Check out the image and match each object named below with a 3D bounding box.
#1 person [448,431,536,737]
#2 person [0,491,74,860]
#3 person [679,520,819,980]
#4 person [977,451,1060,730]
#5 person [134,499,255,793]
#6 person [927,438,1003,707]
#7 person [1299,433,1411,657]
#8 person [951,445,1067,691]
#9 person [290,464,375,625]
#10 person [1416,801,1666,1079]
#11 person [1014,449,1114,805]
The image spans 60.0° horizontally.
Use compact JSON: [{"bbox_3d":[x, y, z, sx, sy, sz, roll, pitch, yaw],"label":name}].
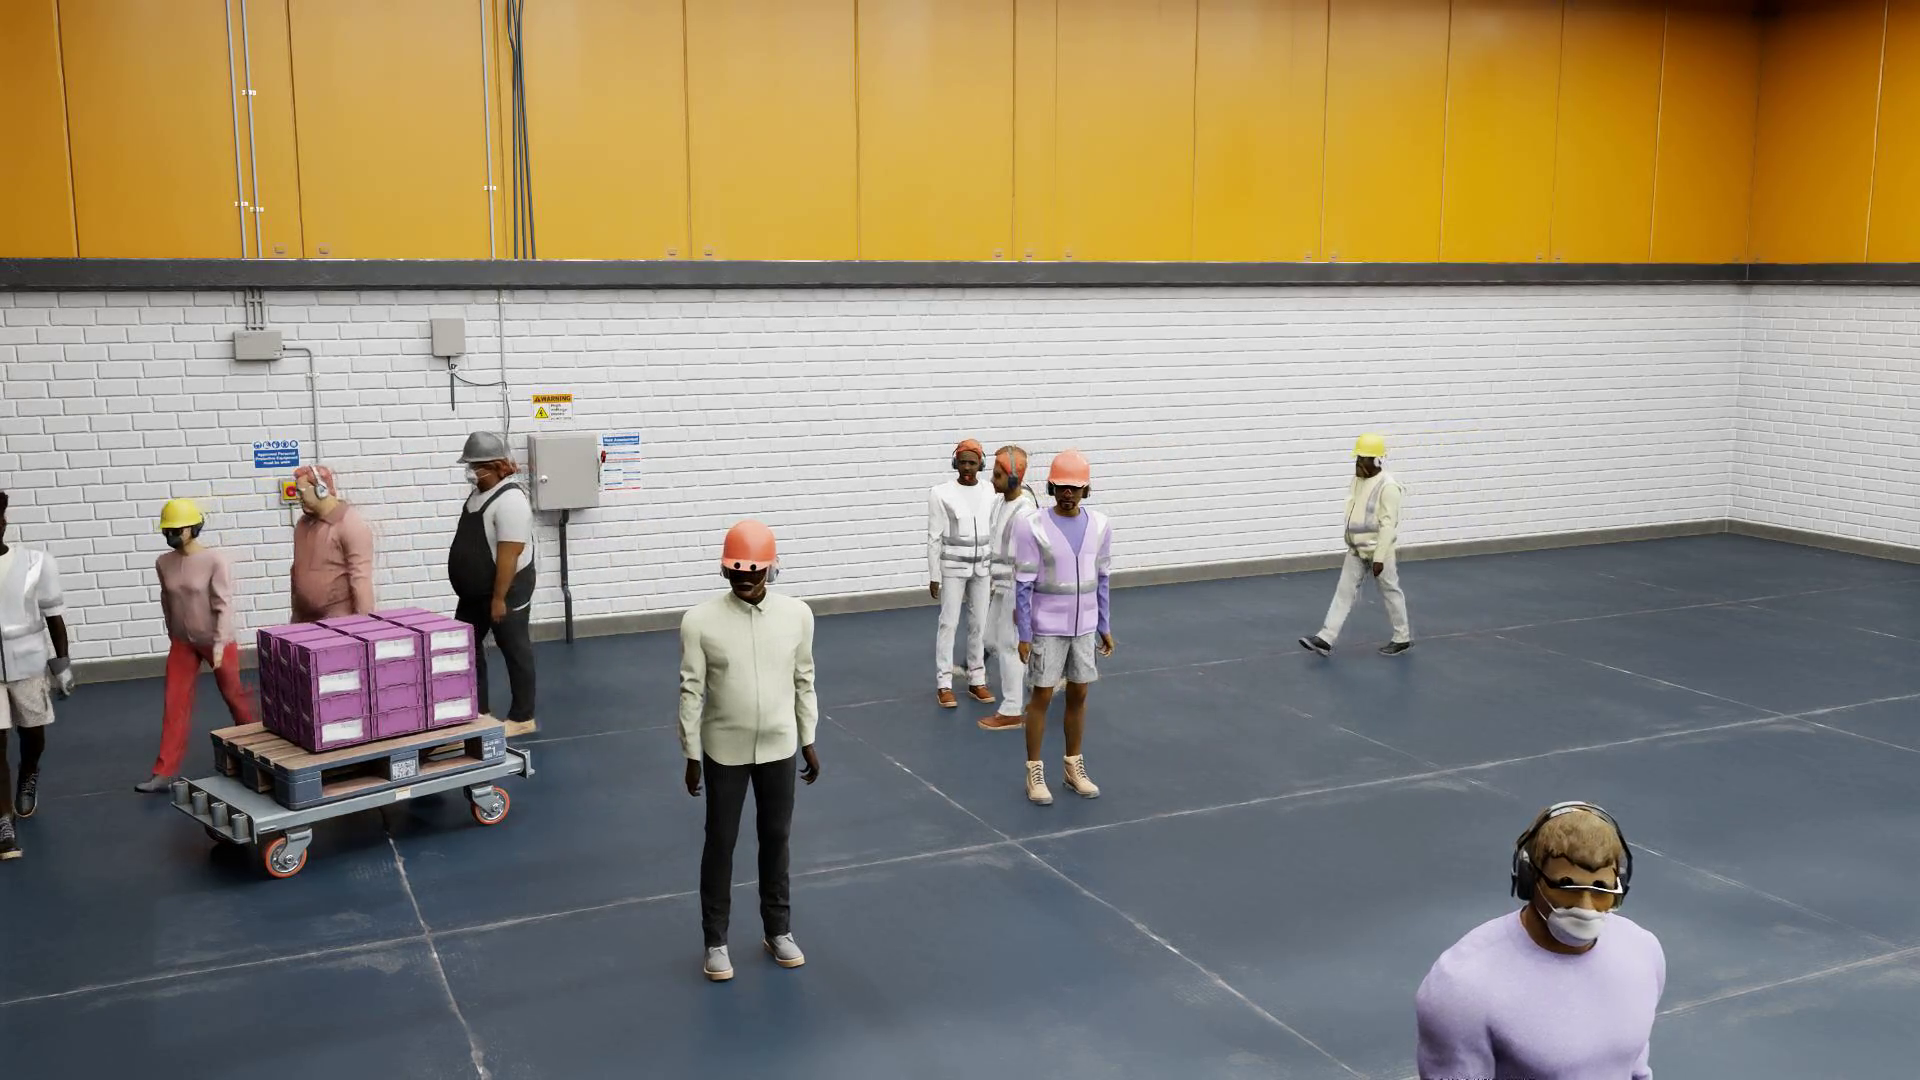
[{"bbox_3d":[-3.095,0.296,10.730,0.703,2.000,0.712,-7,11,-36],"label":"person"},{"bbox_3d":[-5.092,0.650,8.865,0.606,1.940,0.895,-5,11,-30],"label":"person"},{"bbox_3d":[-0.897,0.894,7.174,0.618,1.989,0.392,-4,10,-24],"label":"person"},{"bbox_3d":[0.379,0.339,10.988,0.492,1.870,0.606,-2,9,-11],"label":"person"},{"bbox_3d":[-4.489,0.607,9.800,0.533,1.717,0.898,2,9,11],"label":"person"},{"bbox_3d":[0.046,0.226,11.654,0.581,1.882,0.339,-4,10,-24],"label":"person"},{"bbox_3d":[3.163,0.059,12.983,0.972,1.777,0.611,-3,10,-20],"label":"person"},{"bbox_3d":[0.344,0.218,11.965,0.955,1.793,0.539,0,9,-2],"label":"person"},{"bbox_3d":[-3.824,0.473,10.158,0.652,1.883,0.465,7,12,39],"label":"person"},{"bbox_3d":[1.261,1.491,3.636,0.633,1.936,0.355,-4,10,-24],"label":"person"},{"bbox_3d":[0.612,0.494,9.502,0.612,2.039,0.390,-4,10,-24],"label":"person"}]
